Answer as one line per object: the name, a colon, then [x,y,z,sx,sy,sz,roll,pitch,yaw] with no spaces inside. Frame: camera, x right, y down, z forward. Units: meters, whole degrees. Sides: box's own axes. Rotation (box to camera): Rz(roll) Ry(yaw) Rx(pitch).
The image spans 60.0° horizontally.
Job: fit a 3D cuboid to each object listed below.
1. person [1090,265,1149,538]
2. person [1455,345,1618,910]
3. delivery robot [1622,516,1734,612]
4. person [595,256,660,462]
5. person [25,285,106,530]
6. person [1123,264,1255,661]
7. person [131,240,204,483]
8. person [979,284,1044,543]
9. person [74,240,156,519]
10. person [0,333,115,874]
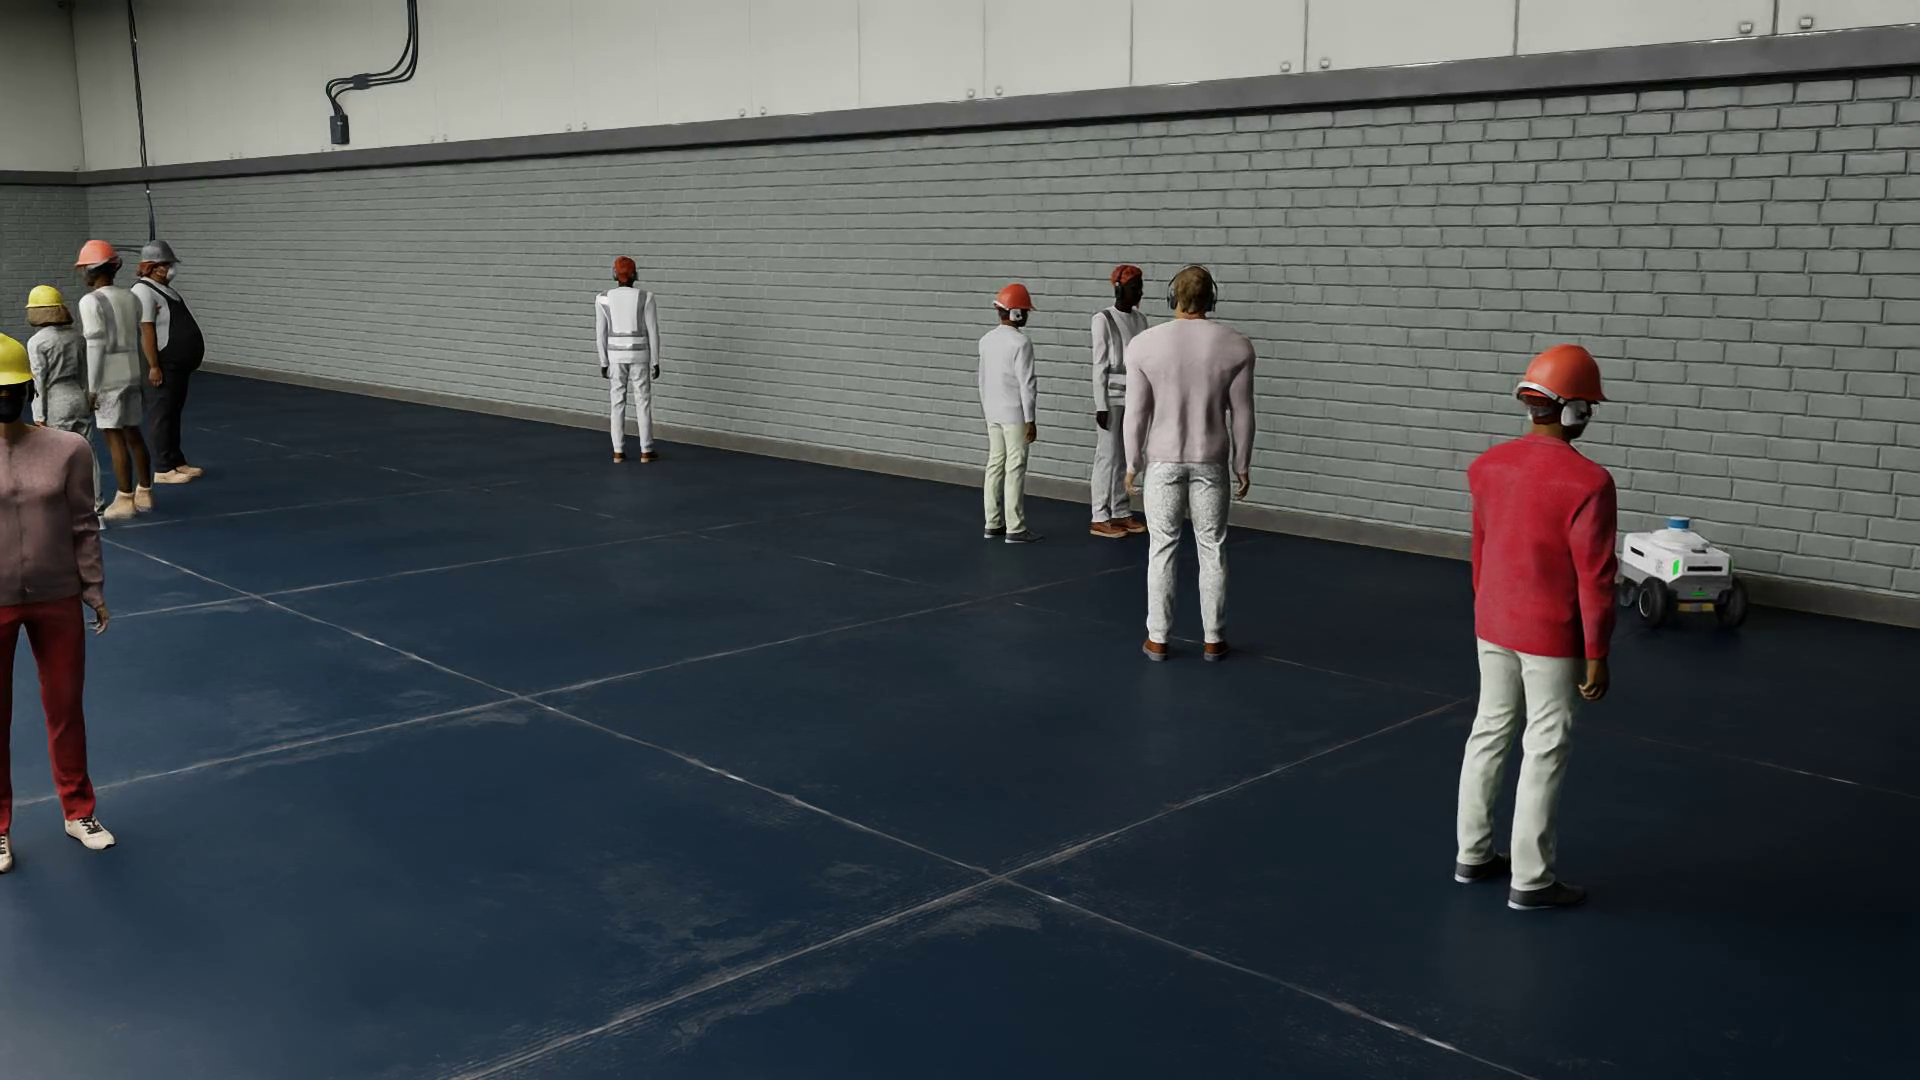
person: [1.111,-0.956,11.519,0.351,1.878,0.568,10,14,44]
person: [1.821,0.268,5.186,0.353,1.744,0.566,-5,11,-25]
delivery robot: [3.882,0.116,9.010,0.477,0.478,0.707,0,10,0]
person: [-3.027,-1.644,15.236,0.574,1.886,0.356,0,10,1]
person: [-6.261,-0.892,11.558,0.319,1.737,0.486,3,11,16]
person: [1.112,-0.366,8.116,0.636,1.938,0.355,1,10,5]
person: [-6.688,-1.513,14.095,0.538,2.000,0.681,-2,11,-9]
person: [0.357,-0.861,11.319,0.333,1.749,0.575,-7,12,-32]
person: [-6.257,-1.177,12.258,0.390,2.040,0.614,1,10,6]
person: [-3.096,0.202,5.492,0.529,1.768,0.312,-10,14,-42]
